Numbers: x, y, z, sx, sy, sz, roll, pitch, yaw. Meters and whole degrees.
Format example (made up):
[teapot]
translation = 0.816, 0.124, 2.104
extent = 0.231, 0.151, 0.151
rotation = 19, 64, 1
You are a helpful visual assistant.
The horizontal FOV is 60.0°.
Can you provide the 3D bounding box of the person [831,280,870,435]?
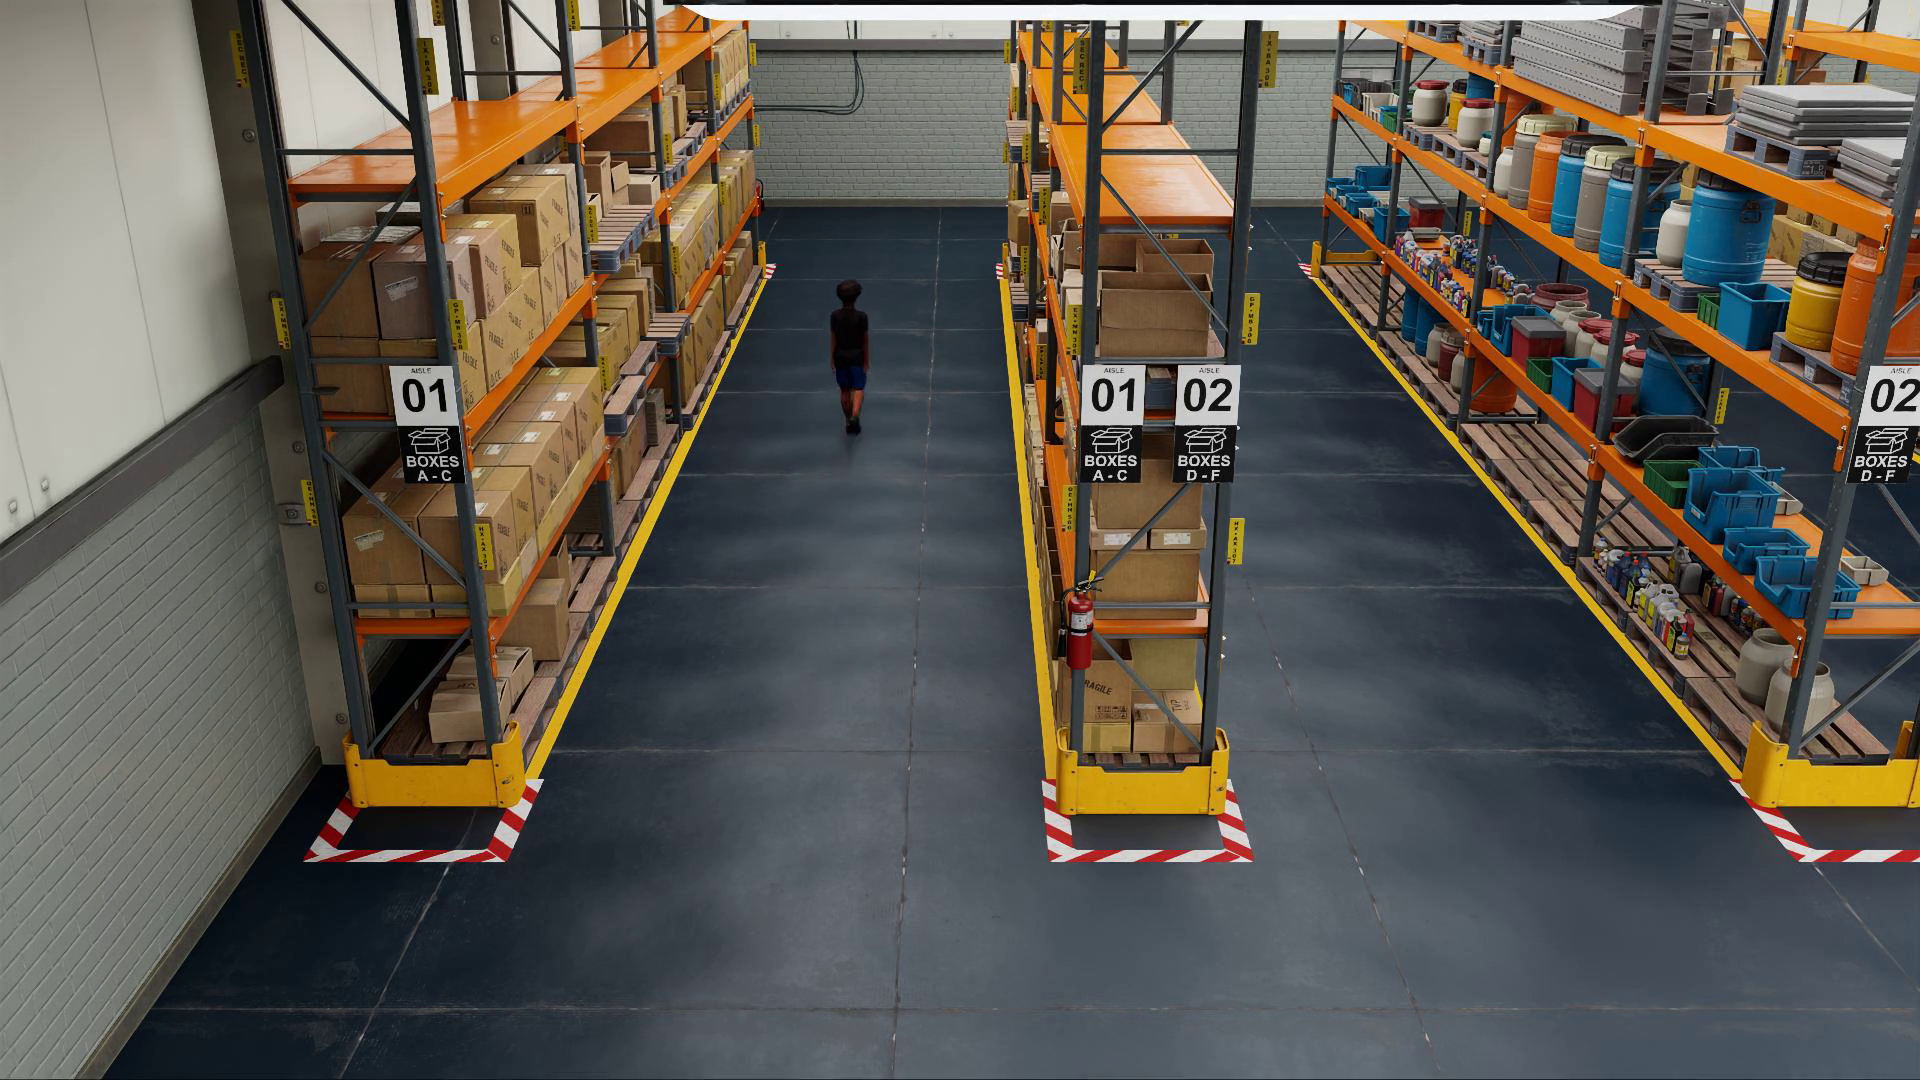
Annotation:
[person]
translation = -1.257, -2.020, 18.782
extent = 0.638, 1.780, 0.873
rotation = 1, 22, 4
